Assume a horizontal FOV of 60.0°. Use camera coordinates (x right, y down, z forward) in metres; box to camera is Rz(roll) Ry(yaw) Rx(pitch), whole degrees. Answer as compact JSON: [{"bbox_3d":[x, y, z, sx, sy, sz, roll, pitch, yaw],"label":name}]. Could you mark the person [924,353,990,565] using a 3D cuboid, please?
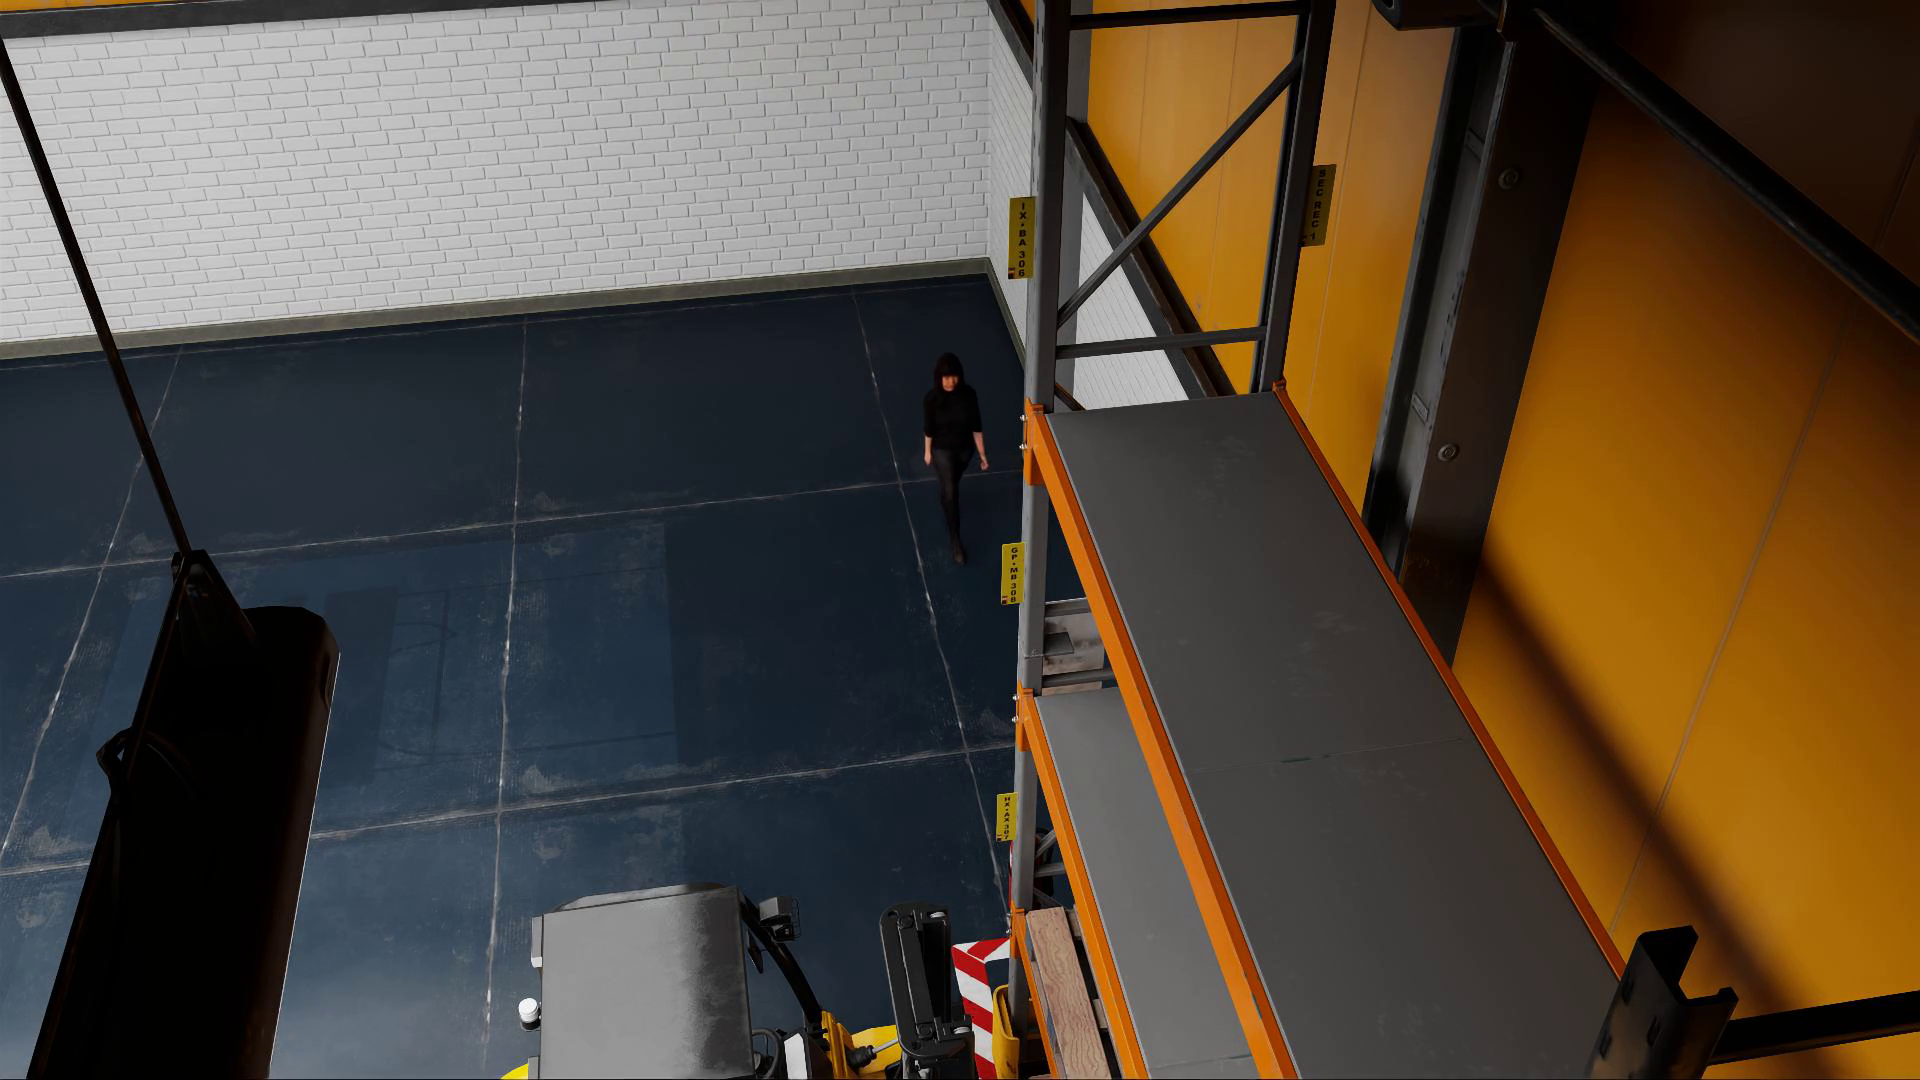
[{"bbox_3d":[-0.068,-0.714,12.244,0.690,1.608,1.091,-11,40,-13],"label":"person"}]
